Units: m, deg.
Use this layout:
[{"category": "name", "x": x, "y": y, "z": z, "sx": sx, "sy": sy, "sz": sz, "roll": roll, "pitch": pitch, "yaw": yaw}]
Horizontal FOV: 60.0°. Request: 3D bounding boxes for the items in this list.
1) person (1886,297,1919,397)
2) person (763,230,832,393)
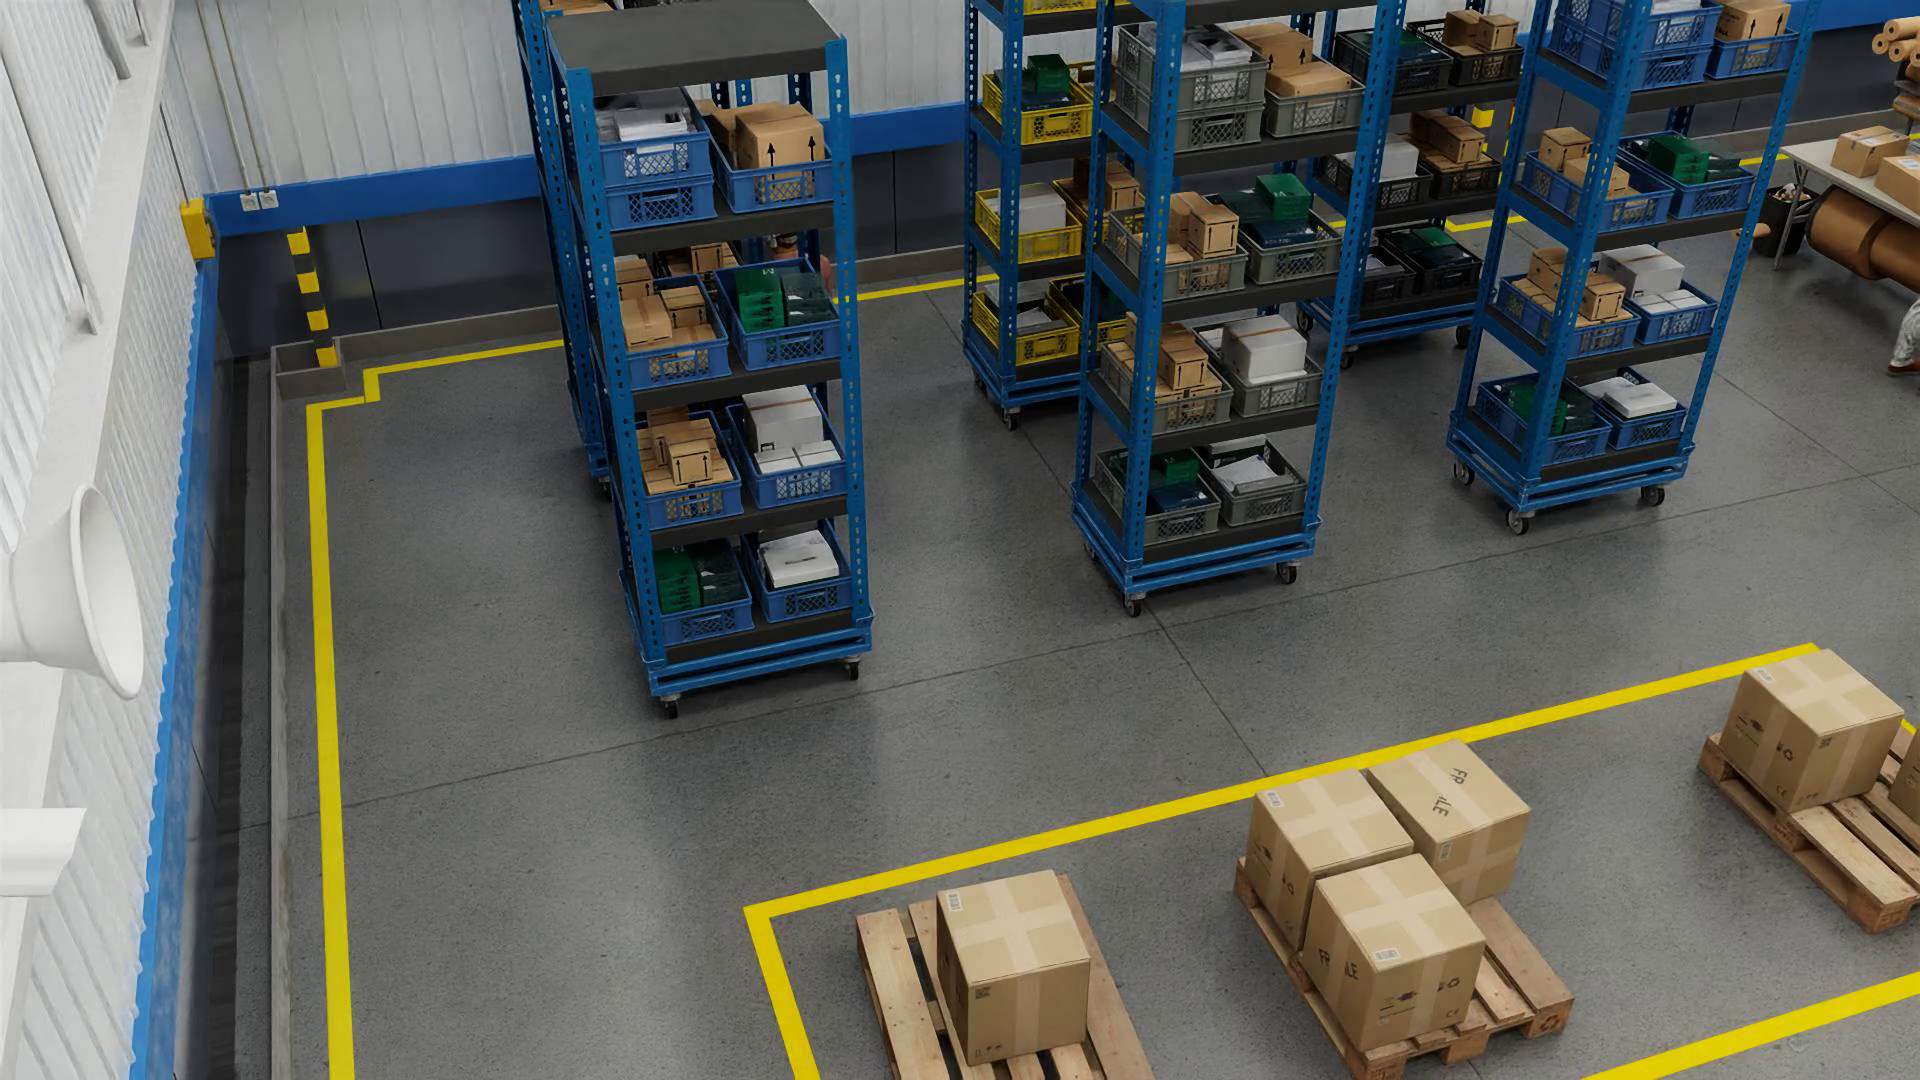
[{"category": "person", "x": 6.817, "y": -1.907, "z": 11.309, "sx": 0.367, "sy": 1.931, "sz": 0.630, "roll": -9, "pitch": 36, "yaw": -12}, {"category": "person", "x": -1.036, "y": -1.130, "z": 10.166, "sx": 0.629, "sy": 1.980, "sz": 0.411, "roll": -29, "pitch": 45, "yaw": -35}]
